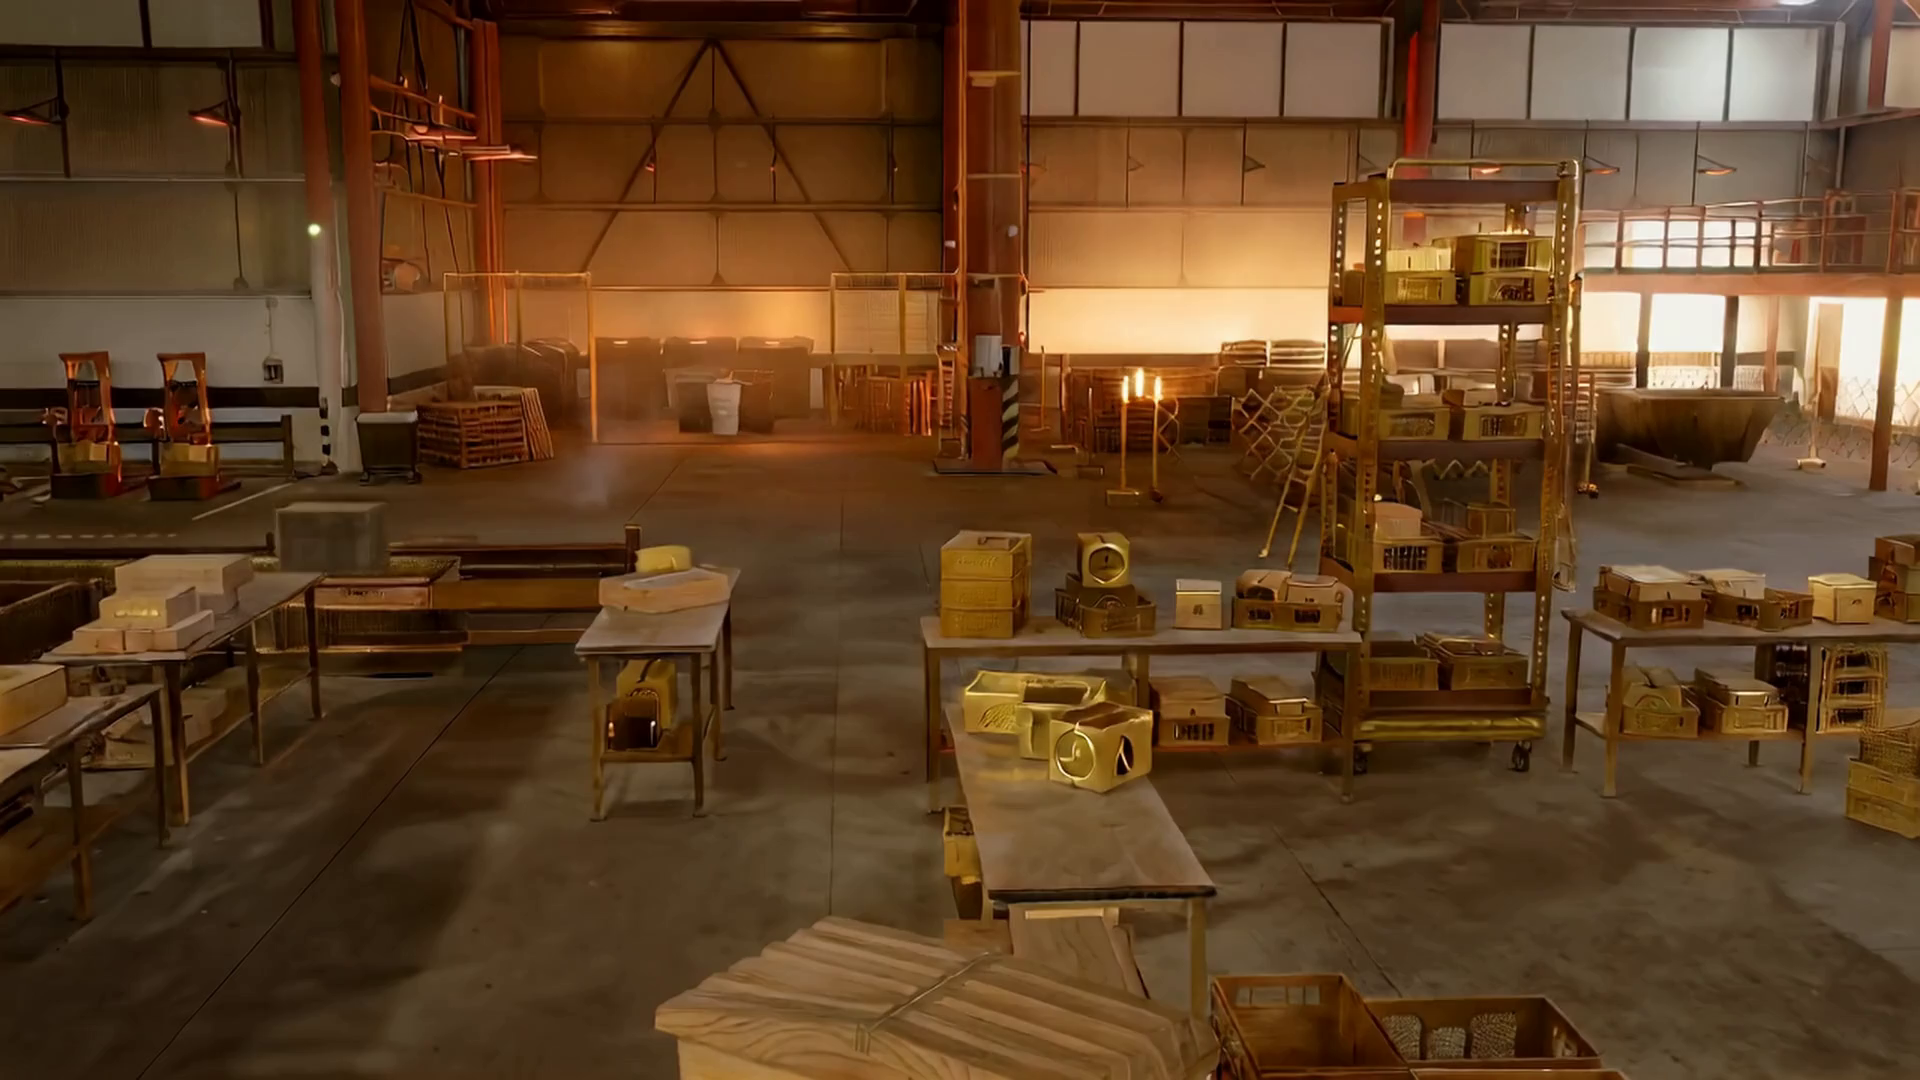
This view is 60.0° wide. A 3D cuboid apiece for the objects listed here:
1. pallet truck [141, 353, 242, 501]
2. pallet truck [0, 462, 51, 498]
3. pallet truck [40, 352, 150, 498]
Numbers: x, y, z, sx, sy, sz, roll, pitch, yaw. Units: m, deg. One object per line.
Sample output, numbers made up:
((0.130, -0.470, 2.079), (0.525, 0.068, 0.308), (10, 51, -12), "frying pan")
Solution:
((-10.520, -1.604, 22.925), (0.823, 1.965, 1.885), (-1, 9, -6), "pallet truck")
((-13.193, -1.293, 23.148), (0.653, 1.274, 1.630), (-1, 9, -4), "pallet truck")
((-11.907, -1.642, 23.165), (0.823, 1.965, 1.885), (0, 9, 0), "pallet truck")
